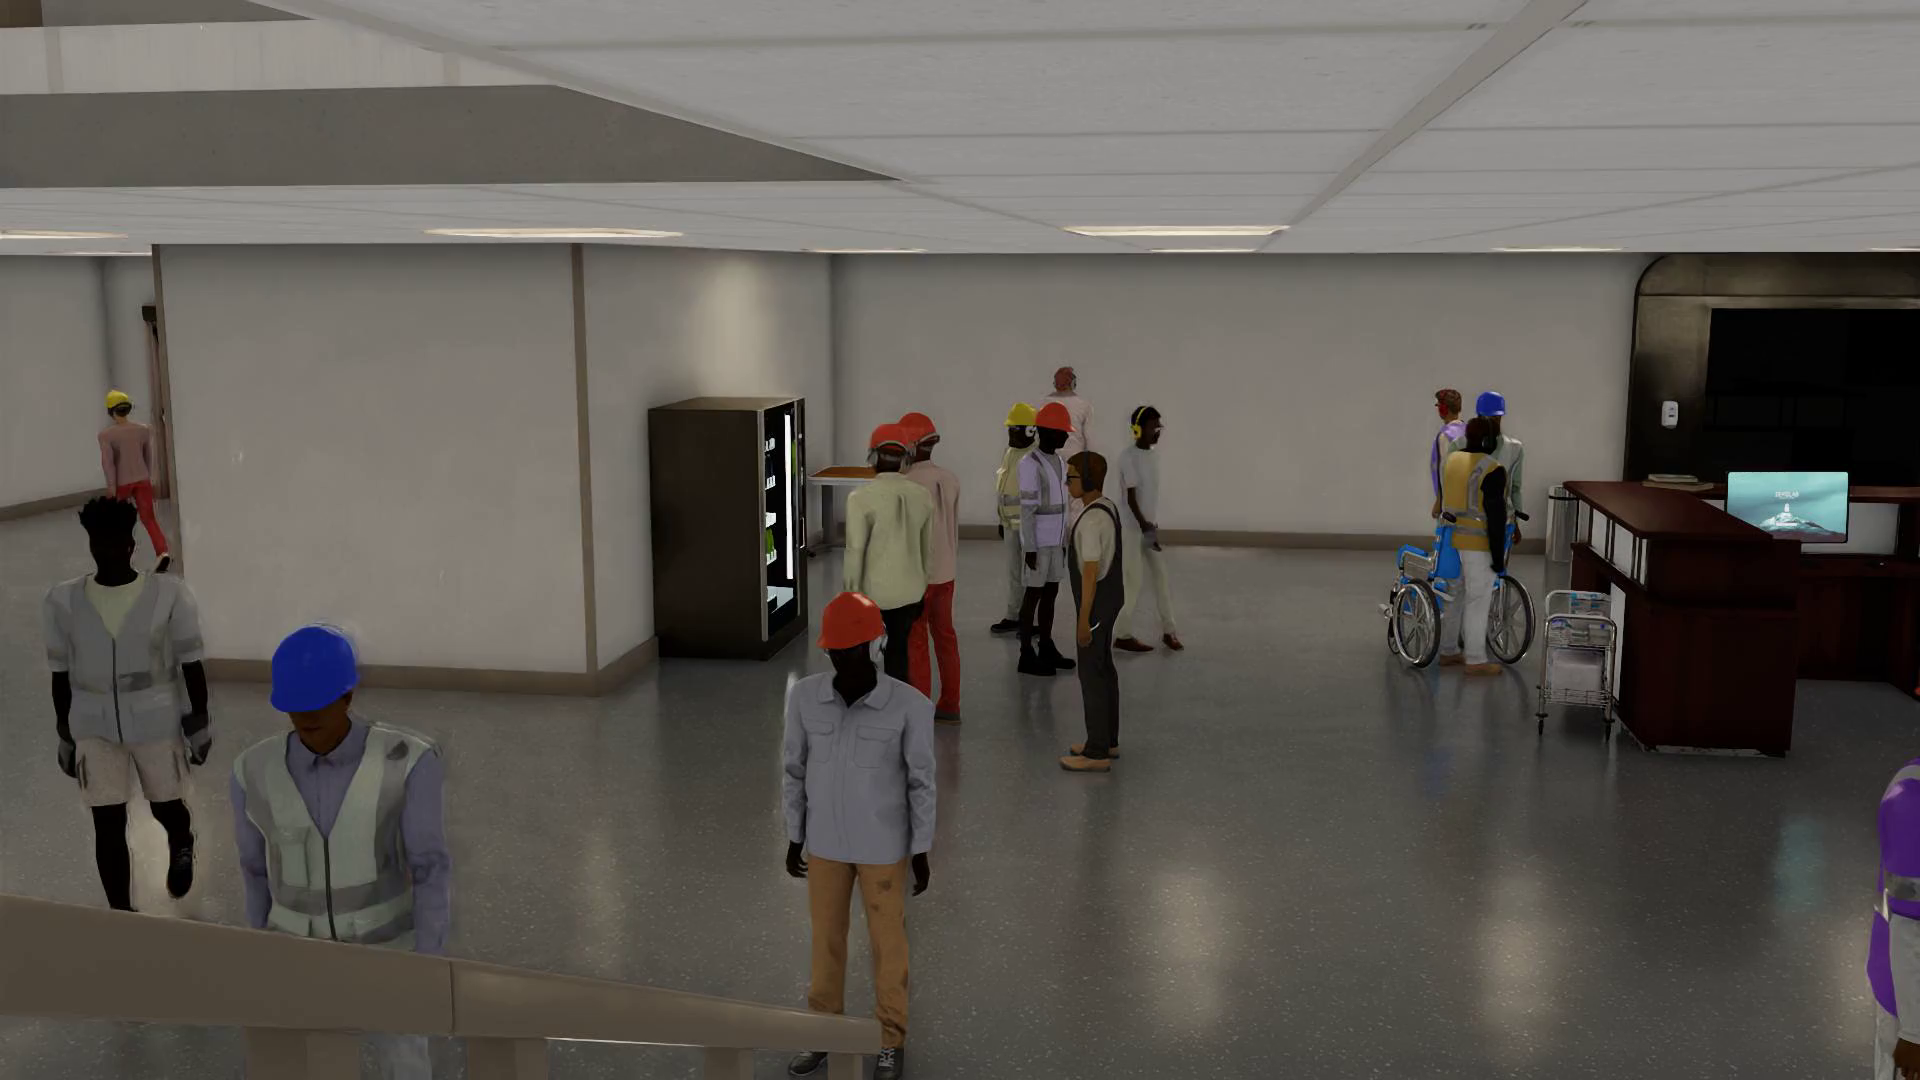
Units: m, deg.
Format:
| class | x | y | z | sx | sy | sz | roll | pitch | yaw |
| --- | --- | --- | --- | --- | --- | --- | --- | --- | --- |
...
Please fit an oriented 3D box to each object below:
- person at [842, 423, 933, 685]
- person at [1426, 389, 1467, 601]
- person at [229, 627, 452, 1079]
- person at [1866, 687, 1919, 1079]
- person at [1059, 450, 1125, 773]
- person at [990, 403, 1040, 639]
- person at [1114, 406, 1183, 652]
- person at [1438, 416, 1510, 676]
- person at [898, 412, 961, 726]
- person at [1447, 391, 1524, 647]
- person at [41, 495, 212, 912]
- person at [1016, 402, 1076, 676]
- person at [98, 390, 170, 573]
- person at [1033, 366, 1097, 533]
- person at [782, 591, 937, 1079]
| class | x | y | z | sx | sy | sz | roll | pitch | yaw |
| --- | --- | --- | --- | --- | --- | --- | --- | --- | --- |
| person | -0.432 | 0.303 | 9.694 | 0.650 | 1.966 | 0.426 | -7 | 12 | -38 |
| person | 4.211 | -0.370 | 14.242 | 0.392 | 1.842 | 0.564 | 6 | 11 | 32 |
| person | -1.726 | 1.160 | 4.678 | 0.606 | 1.881 | 1.028 | -1 | 9 | -7 |
| person | 2.585 | 1.182 | 4.359 | 0.545 | 1.942 | 0.351 | -9 | 13 | -44 |
| person | 0.757 | 0.403 | 9.490 | 0.344 | 1.838 | 0.507 | 3 | 10 | 16 |
| person | 0.484 | -0.148 | 12.892 | 0.404 | 1.835 | 0.587 | -6 | 11 | -34 |
| person | 1.415 | -0.072 | 12.408 | 0.460 | 1.845 | 0.514 | 8 | 12 | 40 |
| person | 3.638 | 0.037 | 11.773 | 0.429 | 1.836 | 0.633 | -3 | 10 | -20 |
| person | -0.243 | 0.207 | 10.255 | 0.415 | 1.985 | 0.611 | 7 | 12 | 37 |
| person | 3.950 | -0.154 | 12.571 | 0.602 | 1.949 | 0.390 | 0 | 9 | -3 |
| person | -3.497 | 0.751 | 7.038 | 0.610 | 1.943 | 0.837 | -3 | 10 | -16 |
| person | 0.625 | -0.007 | 11.741 | 0.387 | 1.929 | 0.543 | 6 | 11 | 32 |
| person | -7.812 | -0.550 | 15.694 | 0.857 | 1.731 | 0.521 | 7 | 12 | 37 |
| person | 1.038 | -0.755 | 16.414 | 0.643 | 1.909 | 0.410 | 3 | 10 | 17 |
| person | -0.365 | 1.038 | 5.818 | 0.564 | 1.752 | 0.337 | 3 | 10 | 18 |
